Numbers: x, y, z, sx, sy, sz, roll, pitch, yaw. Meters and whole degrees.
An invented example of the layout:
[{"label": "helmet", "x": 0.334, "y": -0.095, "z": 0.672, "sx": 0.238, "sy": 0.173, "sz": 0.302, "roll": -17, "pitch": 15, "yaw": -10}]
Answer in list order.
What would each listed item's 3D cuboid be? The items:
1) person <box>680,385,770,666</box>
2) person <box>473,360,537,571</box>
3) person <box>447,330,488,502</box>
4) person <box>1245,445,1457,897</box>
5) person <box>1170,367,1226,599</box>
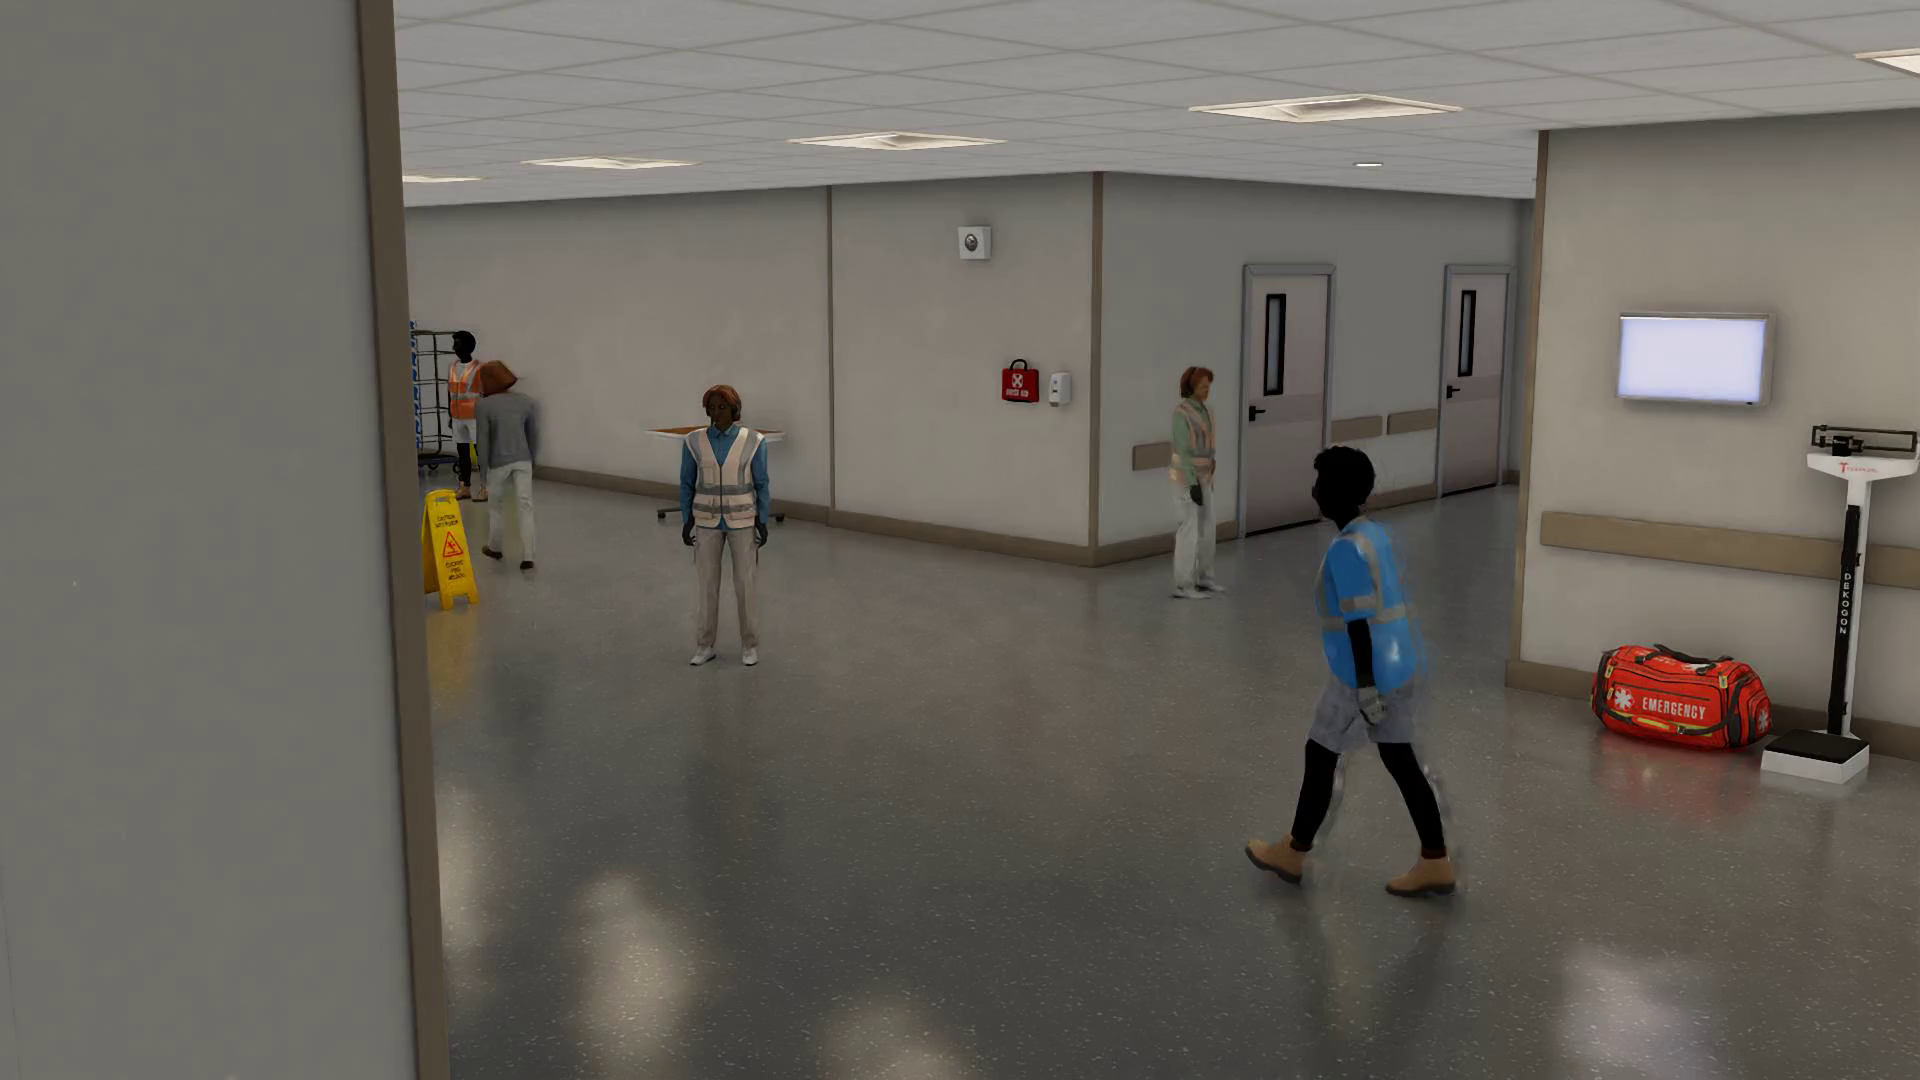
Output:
[{"label": "person", "x": -1.360, "y": -0.083, "z": 9.648, "sx": 0.523, "sy": 1.639, "sz": 0.306, "roll": 0, "pitch": 9, "yaw": 3}, {"label": "person", "x": -3.499, "y": -0.577, "z": 12.782, "sx": 0.535, "sy": 1.592, "sz": 0.832, "roll": -6, "pitch": 11, "yaw": -34}, {"label": "person", "x": -4.859, "y": -1.219, "z": 16.436, "sx": 0.542, "sy": 1.695, "sz": 0.316, "roll": 5, "pitch": 10, "yaw": 27}, {"label": "person", "x": 1.452, "y": 0.483, "z": 6.101, "sx": 0.853, "sy": 1.643, "sz": 0.554, "roll": 5, "pitch": 11, "yaw": 30}, {"label": "person", "x": 1.668, "y": -0.399, "z": 11.665, "sx": 0.354, "sy": 1.620, "sz": 0.590, "roll": 6, "pitch": 11, "yaw": 34}]
